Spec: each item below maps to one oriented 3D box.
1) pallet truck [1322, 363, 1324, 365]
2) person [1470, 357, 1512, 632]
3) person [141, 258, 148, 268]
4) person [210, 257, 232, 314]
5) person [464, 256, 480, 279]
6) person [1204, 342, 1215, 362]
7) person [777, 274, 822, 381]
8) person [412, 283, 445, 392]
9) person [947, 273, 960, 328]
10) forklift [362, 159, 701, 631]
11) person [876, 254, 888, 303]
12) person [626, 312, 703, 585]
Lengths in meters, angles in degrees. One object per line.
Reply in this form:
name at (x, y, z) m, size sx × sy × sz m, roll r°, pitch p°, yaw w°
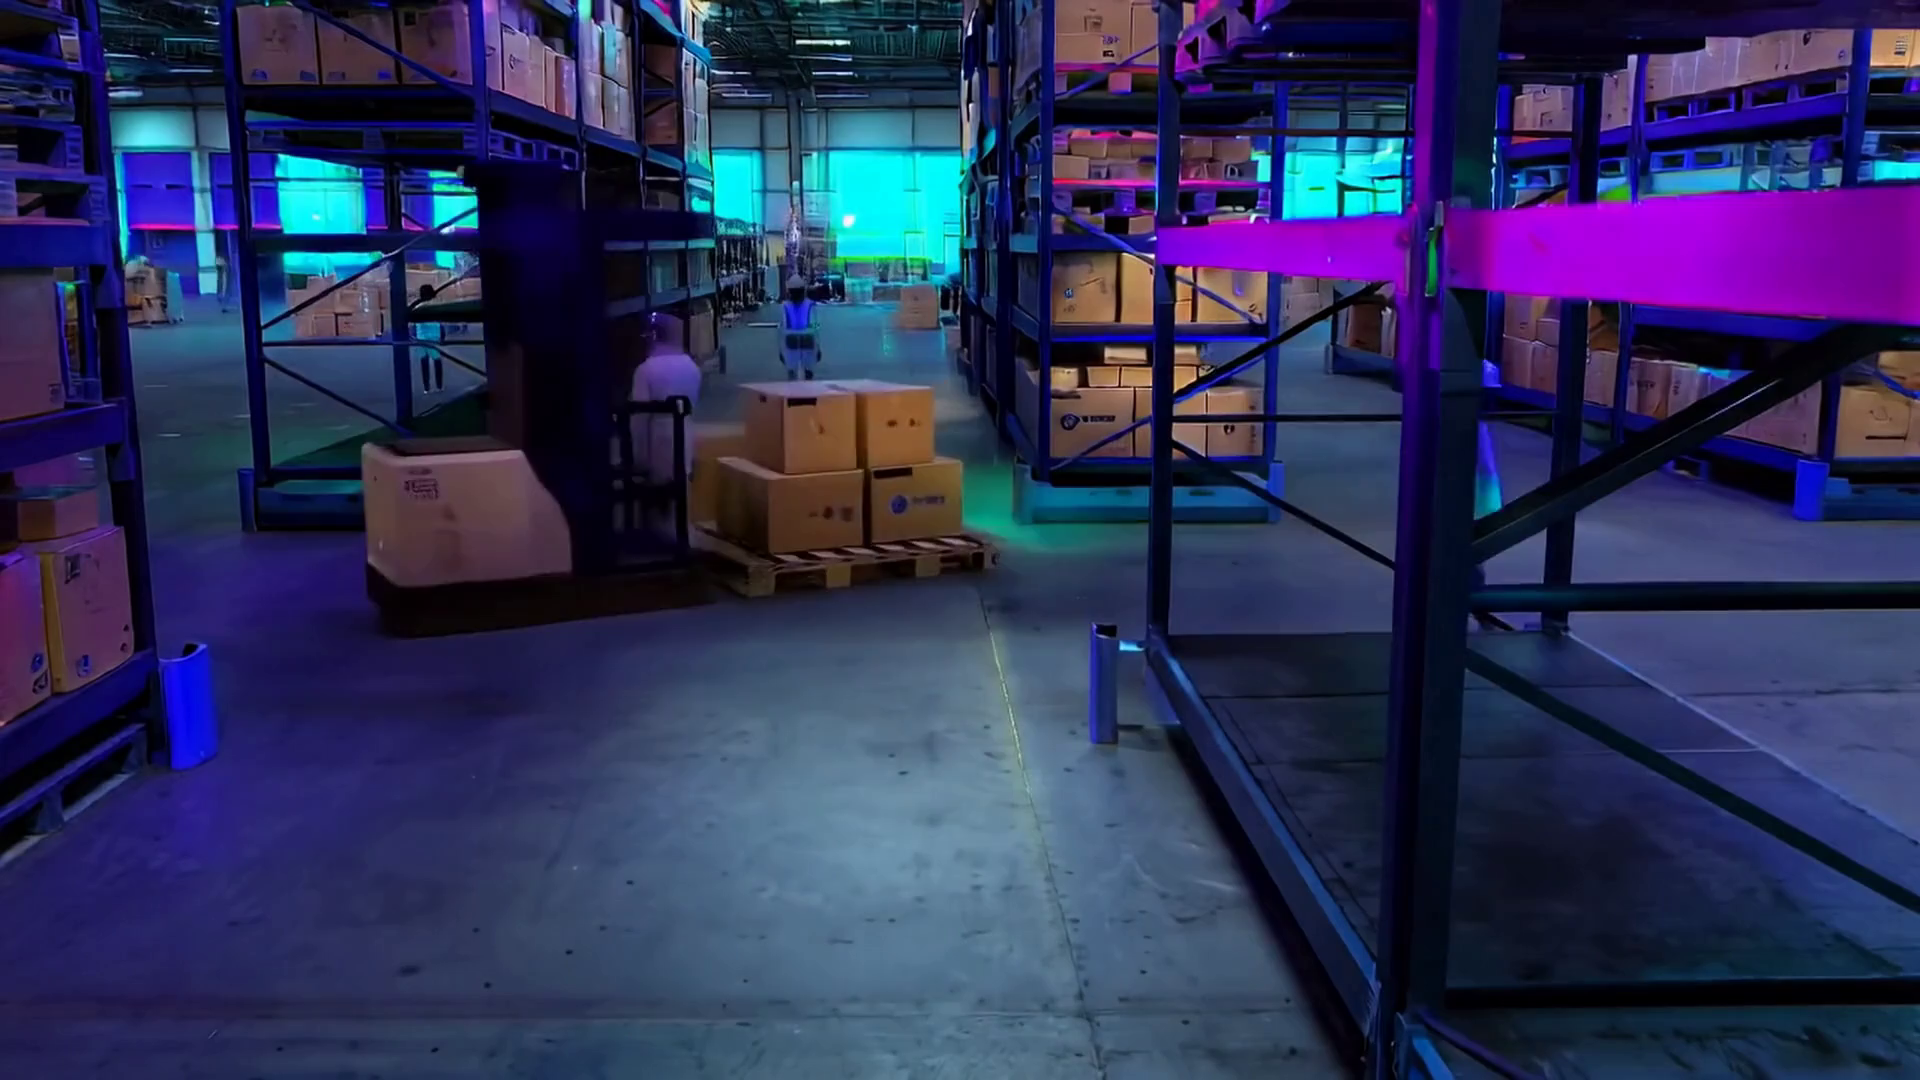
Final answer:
pallet truck at (7.712, -4.157, 30.737) m, size 1.885 × 1.965 × 0.823 m, roll 3°, pitch 11°, yaw 16°
person at (2.783, -0.107, 8.919) m, size 0.866 × 1.728 × 0.524 m, roll 0°, pitch 10°, yaw 1°
person at (-34.139, -10.992, 69.767) m, size 0.877 × 1.643 × 0.550 m, roll -1°, pitch 10°, yaw -3°
person at (-23.994, -8.215, 53.792) m, size 0.798 × 1.839 × 0.523 m, roll -3°, pitch 11°, yaw -19°
person at (-17.307, -9.212, 59.406) m, size 0.833 × 1.811 × 0.661 m, roll 4°, pitch 11°, yaw 21°
person at (4.535, -4.377, 32.336) m, size 0.960 × 1.855 × 0.673 m, roll -1°, pitch 10°, yaw -3°
person at (-2.125, -2.550, 21.985) m, size 0.592 × 1.924 × 0.543 m, roll -1°, pitch 10°, yaw -5°
person at (-8.305, -3.157, 26.009) m, size 0.538 × 1.697 × 0.318 m, roll -6°, pitch 12°, yaw -28°
person at (-0.102, -4.686, 34.527) m, size 0.318 × 1.697 × 0.535 m, roll -1°, pitch 10°, yaw -3°
forklift at (-2.753, -0.961, 10.472) m, size 1.873 × 2.768 × 1.129 m, roll -6°, pitch 12°, yaw -29°
person at (-2.997, -9.978, 63.509) m, size 0.580 × 1.883 × 0.388 m, roll 9°, pitch 14°, yaw 42°
person at (-1.934, -0.549, 10.934) m, size 0.468 × 1.887 × 0.664 m, roll 5°, pitch 11°, yaw 24°
